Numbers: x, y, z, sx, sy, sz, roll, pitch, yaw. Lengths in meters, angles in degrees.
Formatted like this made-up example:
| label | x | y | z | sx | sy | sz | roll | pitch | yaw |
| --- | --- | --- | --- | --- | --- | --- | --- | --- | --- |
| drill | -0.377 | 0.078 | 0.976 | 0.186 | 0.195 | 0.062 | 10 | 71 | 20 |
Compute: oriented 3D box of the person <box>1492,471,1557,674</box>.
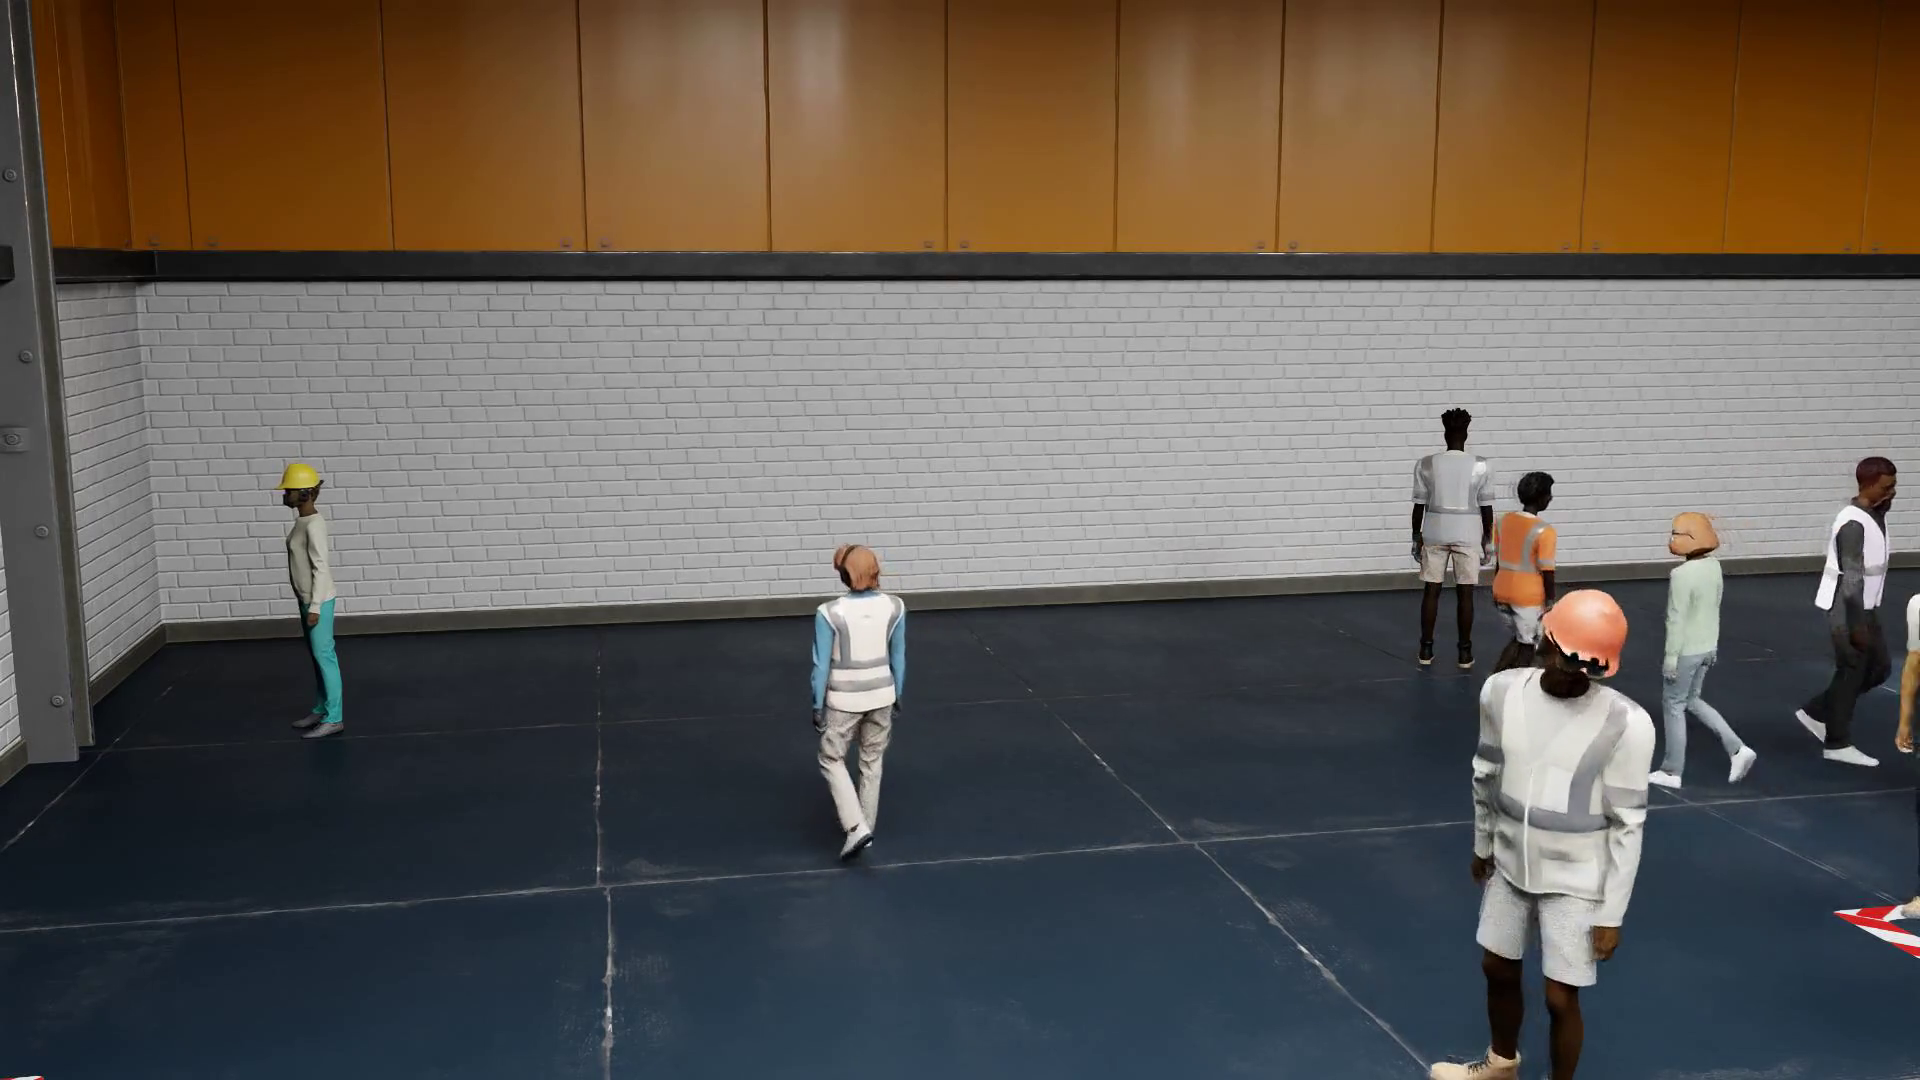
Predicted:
| label | x | y | z | sx | sy | sz | roll | pitch | yaw |
| --- | --- | --- | --- | --- | --- | --- | --- | --- | --- |
| person | 3.714 | 0.383 | 10.921 | 0.371 | 1.681 | 0.552 | -4 | 10 | -21 |

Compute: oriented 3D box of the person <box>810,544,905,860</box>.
| label | x | y | z | sx | sy | sz | roll | pitch | yaw |
| --- | --- | --- | --- | --- | --- | --- | --- | --- | --- |
| person | -0.509 | 0.822 | 8.421 | 0.535 | 1.628 | 0.533 | -5 | 10 | -27 |

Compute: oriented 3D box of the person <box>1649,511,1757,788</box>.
| label | x | y | z | sx | sy | sz | roll | pitch | yaw |
| --- | --- | --- | --- | --- | --- | --- | --- | --- | --- |
| person | 4.228 | 0.649 | 9.490 | 0.506 | 1.621 | 0.529 | -8 | 12 | -41 |

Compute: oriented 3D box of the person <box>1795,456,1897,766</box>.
| label | x | y | z | sx | sy | sz | roll | pitch | yaw |
| --- | --- | --- | --- | --- | --- | --- | --- | --- | --- |
| person | 5.393 | 0.429 | 10.012 | 0.445 | 1.897 | 0.589 | 8 | 12 | 40 |

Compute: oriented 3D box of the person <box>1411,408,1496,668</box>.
| label | x | y | z | sx | sy | sz | roll | pitch | yaw |
| --- | --- | --- | --- | --- | --- | --- | --- | --- | --- |
| person | 3.706 | -0.016 | 12.539 | 0.608 | 1.959 | 0.373 | 4 | 10 | 23 |

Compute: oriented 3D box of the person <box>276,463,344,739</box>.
| label | x | y | z | sx | sy | sz | roll | pitch | yaw |
| --- | --- | --- | --- | --- | --- | --- | --- | --- | --- |
| person | -4.167 | 0.386 | 10.660 | 0.317 | 1.769 | 0.523 | -5 | 11 | -29 |

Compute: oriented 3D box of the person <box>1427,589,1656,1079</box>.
| label | x | y | z | sx | sy | sz | roll | pitch | yaw |
| --- | --- | --- | --- | --- | --- | --- | --- | --- | --- |
| person | 1.945 | 1.105 | 5.607 | 0.514 | 1.990 | 0.763 | -7 | 12 | -37 |

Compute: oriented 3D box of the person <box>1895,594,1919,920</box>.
| label | x | y | z | sx | sy | sz | roll | pitch | yaw |
| --- | --- | --- | --- | --- | --- | --- | --- | --- | --- |
| person | 4.612 | 0.850 | 7.644 | 0.524 | 1.825 | 0.549 | -6 | 11 | -31 |
